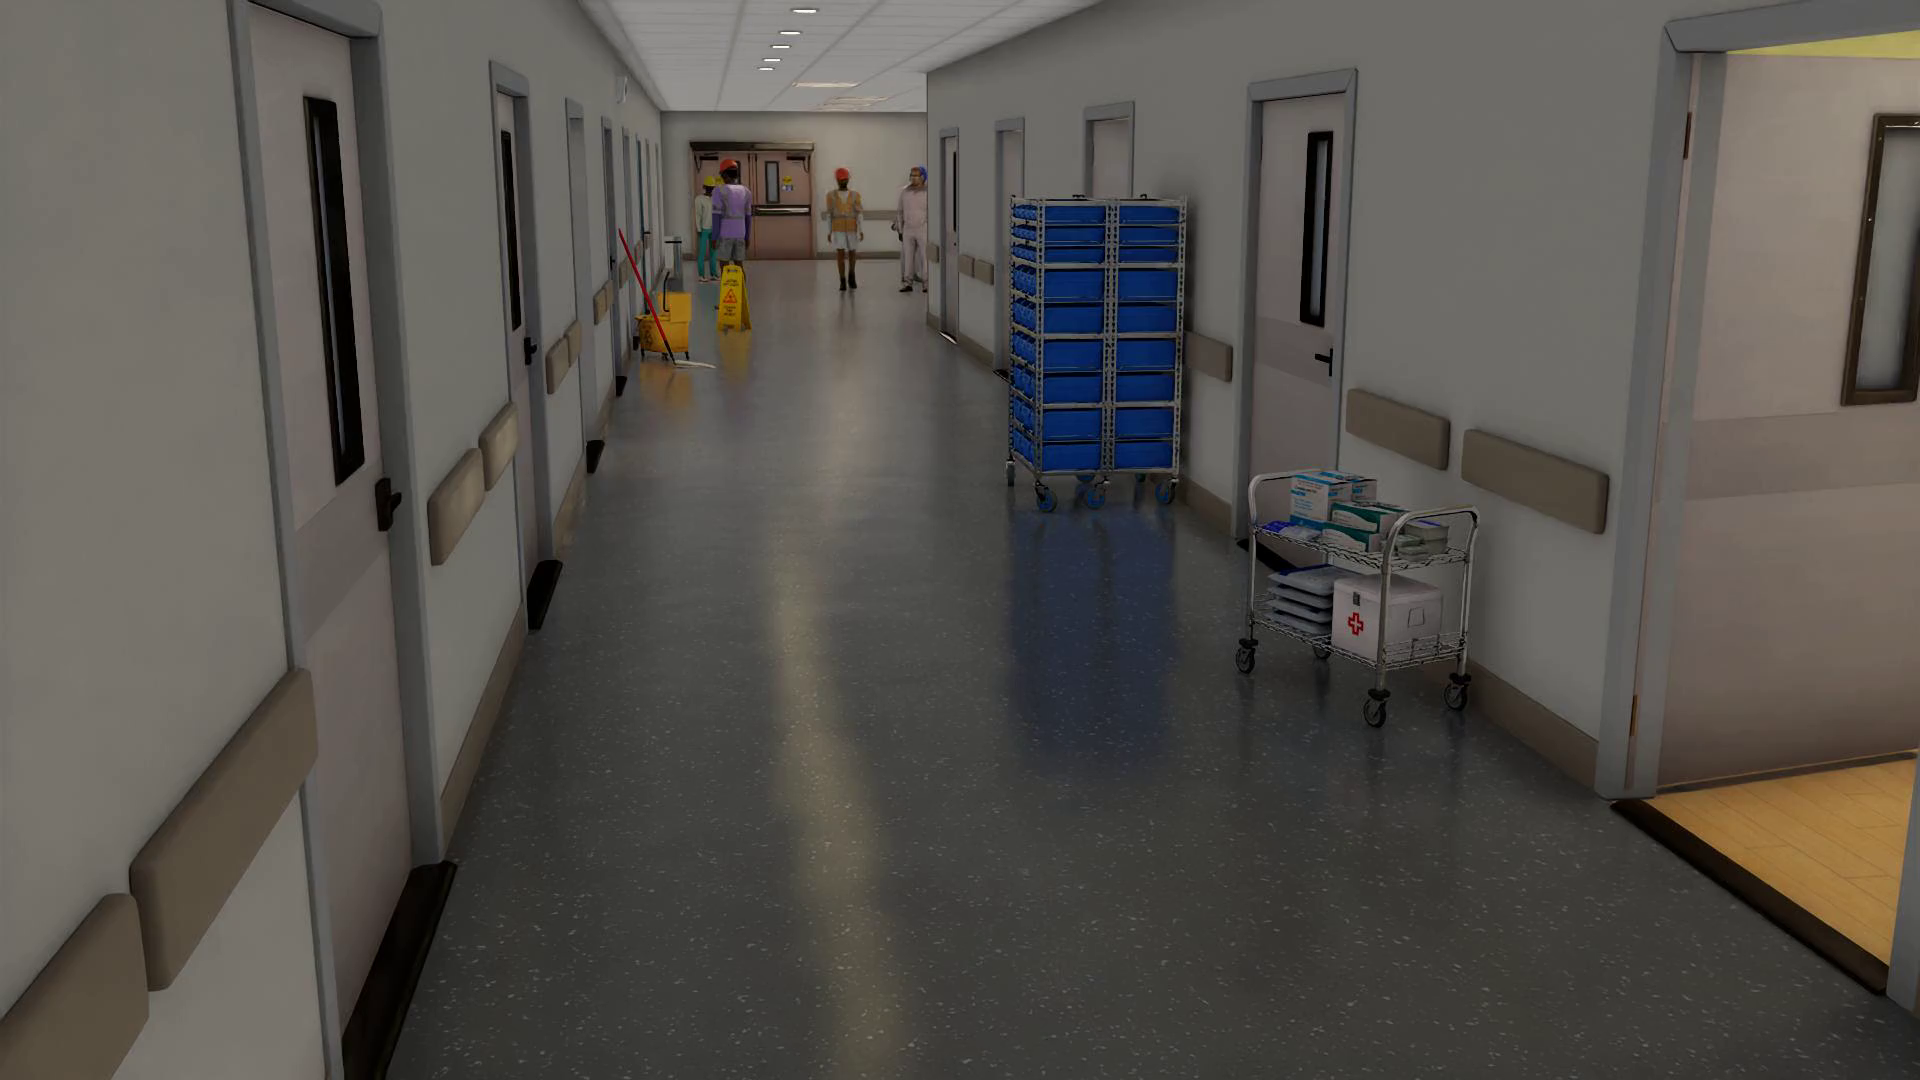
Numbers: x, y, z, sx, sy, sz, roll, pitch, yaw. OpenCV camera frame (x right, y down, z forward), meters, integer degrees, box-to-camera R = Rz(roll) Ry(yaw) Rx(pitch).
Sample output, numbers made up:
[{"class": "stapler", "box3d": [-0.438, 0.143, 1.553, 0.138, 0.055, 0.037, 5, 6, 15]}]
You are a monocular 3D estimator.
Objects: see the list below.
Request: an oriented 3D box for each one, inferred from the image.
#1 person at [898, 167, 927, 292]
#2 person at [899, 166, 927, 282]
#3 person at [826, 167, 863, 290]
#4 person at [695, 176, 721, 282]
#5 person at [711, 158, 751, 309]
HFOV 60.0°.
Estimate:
[{"class": "person", "box3d": [-0.668, -4.785, 25.704, 0.641, 1.908, 0.407, 4, 13, 16]}, {"class": "person", "box3d": [-0.846, -5.269, 27.833, 0.464, 1.924, 0.796, -12, 17, -43]}, {"class": "person", "box3d": [-1.817, -4.908, 26.244, 0.571, 1.922, 0.651, -2, 13, -9]}, {"class": "person", "box3d": [-4.227, -5.252, 28.098, 0.524, 1.764, 0.329, -11, 17, -40]}, {"class": "person", "box3d": [-3.119, -4.151, 22.614, 0.619, 2.030, 0.403, -12, 17, -42]}]
